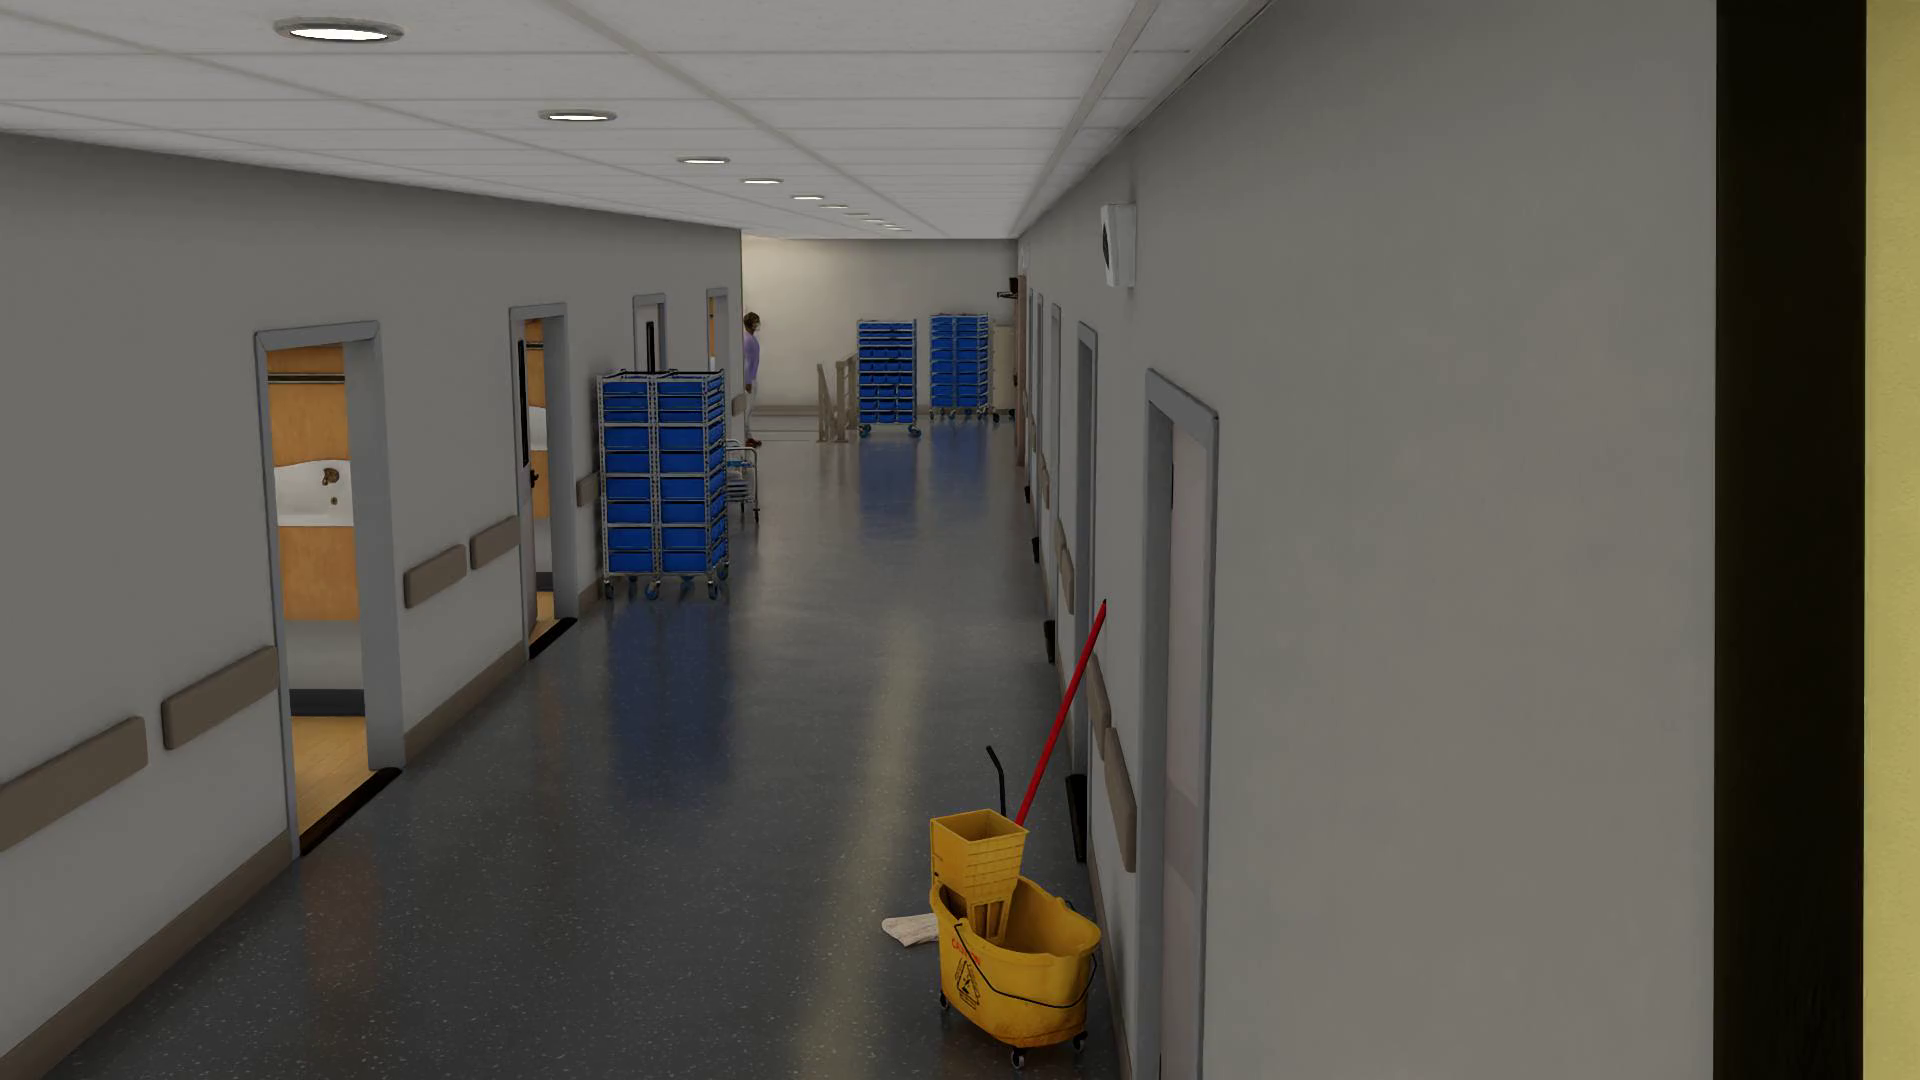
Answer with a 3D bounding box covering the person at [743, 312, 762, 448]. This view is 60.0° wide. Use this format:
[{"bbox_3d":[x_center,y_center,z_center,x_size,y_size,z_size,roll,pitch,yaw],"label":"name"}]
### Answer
[{"bbox_3d":[-2.998,-2.270,23.614,0.380,1.931,0.626,1,9,4],"label":"person"}]
